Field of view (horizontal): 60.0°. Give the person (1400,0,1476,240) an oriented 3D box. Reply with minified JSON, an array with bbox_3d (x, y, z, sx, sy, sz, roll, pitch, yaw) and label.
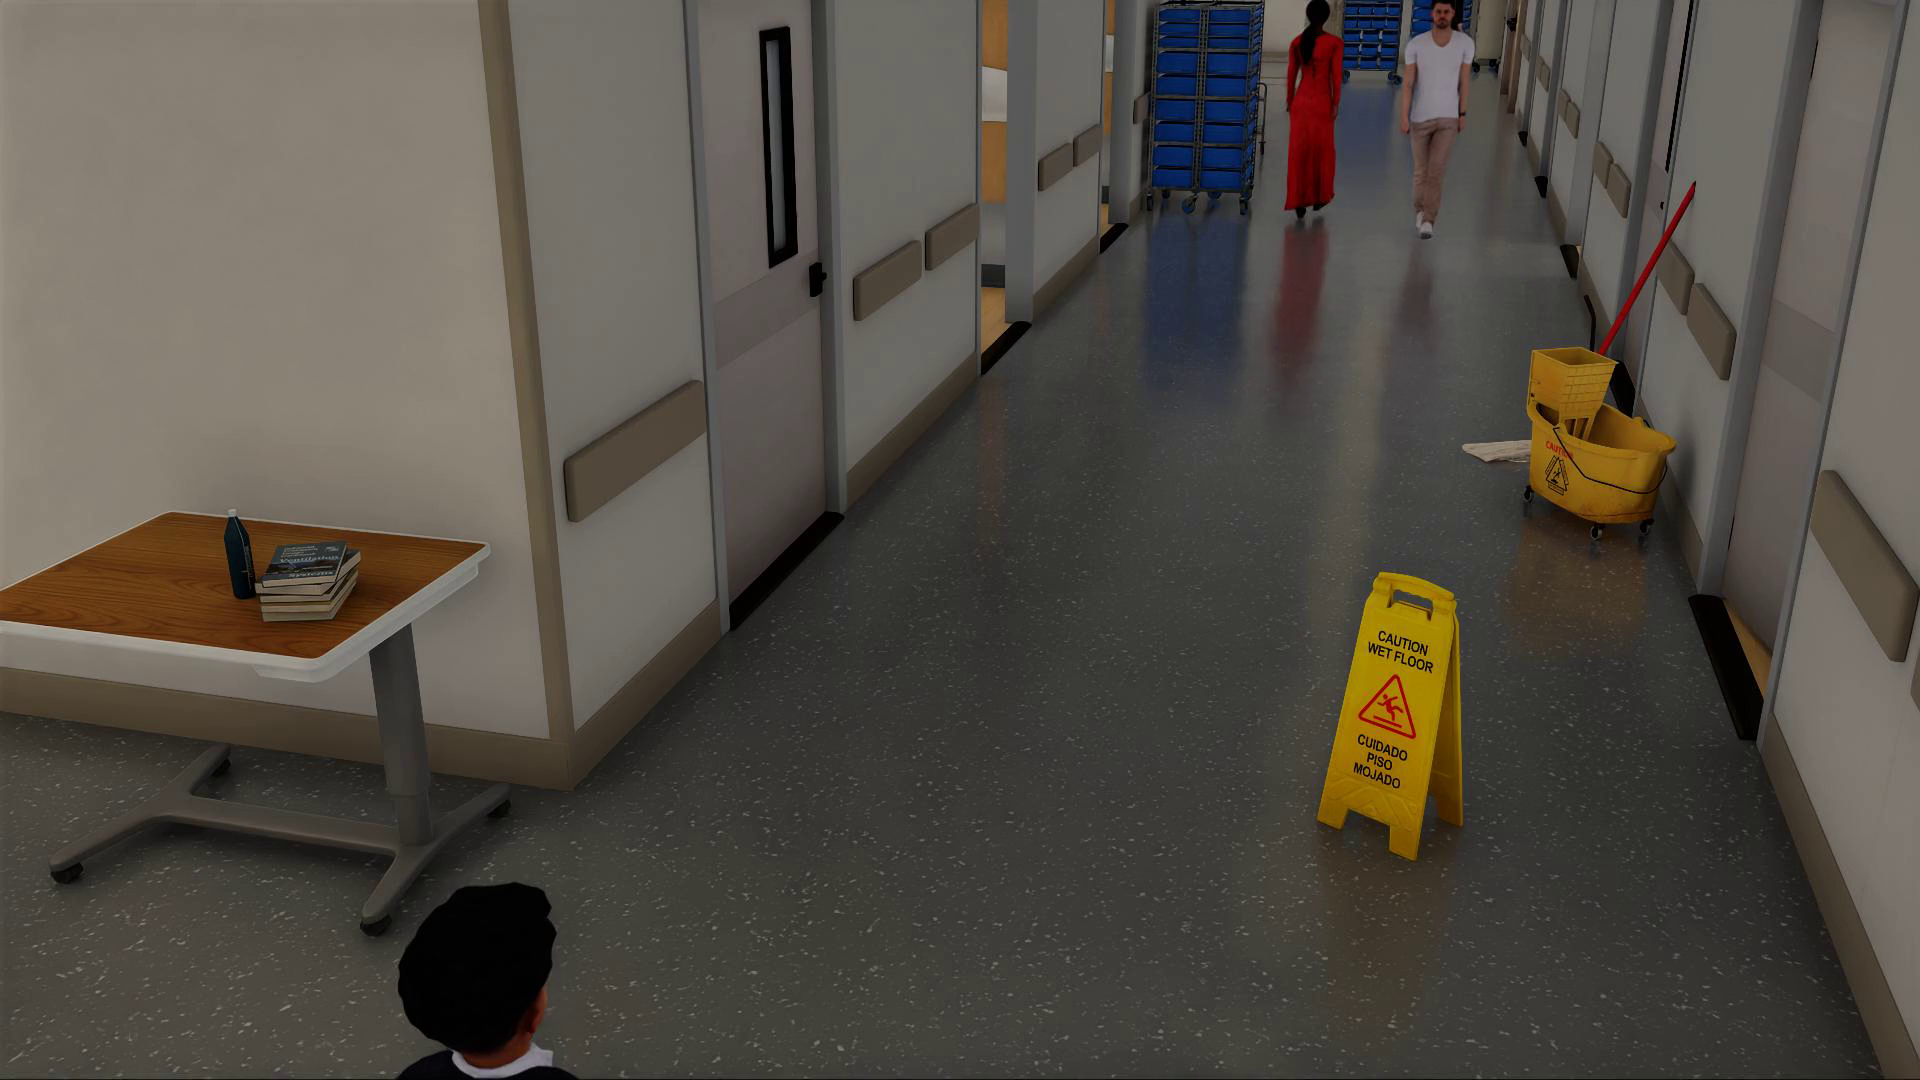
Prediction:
[{"bbox_3d":[3.726,-3.297,13.083,0.664,1.826,1.174,5,21,13],"label":"person"}]

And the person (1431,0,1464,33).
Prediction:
[{"bbox_3d":[6.780,-7.085,23.254,0.665,1.705,0.637,14,25,32],"label":"person"}]

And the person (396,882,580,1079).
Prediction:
[{"bbox_3d":[-0.645,1.055,2.441,0.515,1.225,0.492,4,21,10],"label":"person"}]

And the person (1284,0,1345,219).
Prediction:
[{"bbox_3d":[2.919,-3.571,13.899,0.670,1.760,0.944,7,22,19],"label":"person"}]
